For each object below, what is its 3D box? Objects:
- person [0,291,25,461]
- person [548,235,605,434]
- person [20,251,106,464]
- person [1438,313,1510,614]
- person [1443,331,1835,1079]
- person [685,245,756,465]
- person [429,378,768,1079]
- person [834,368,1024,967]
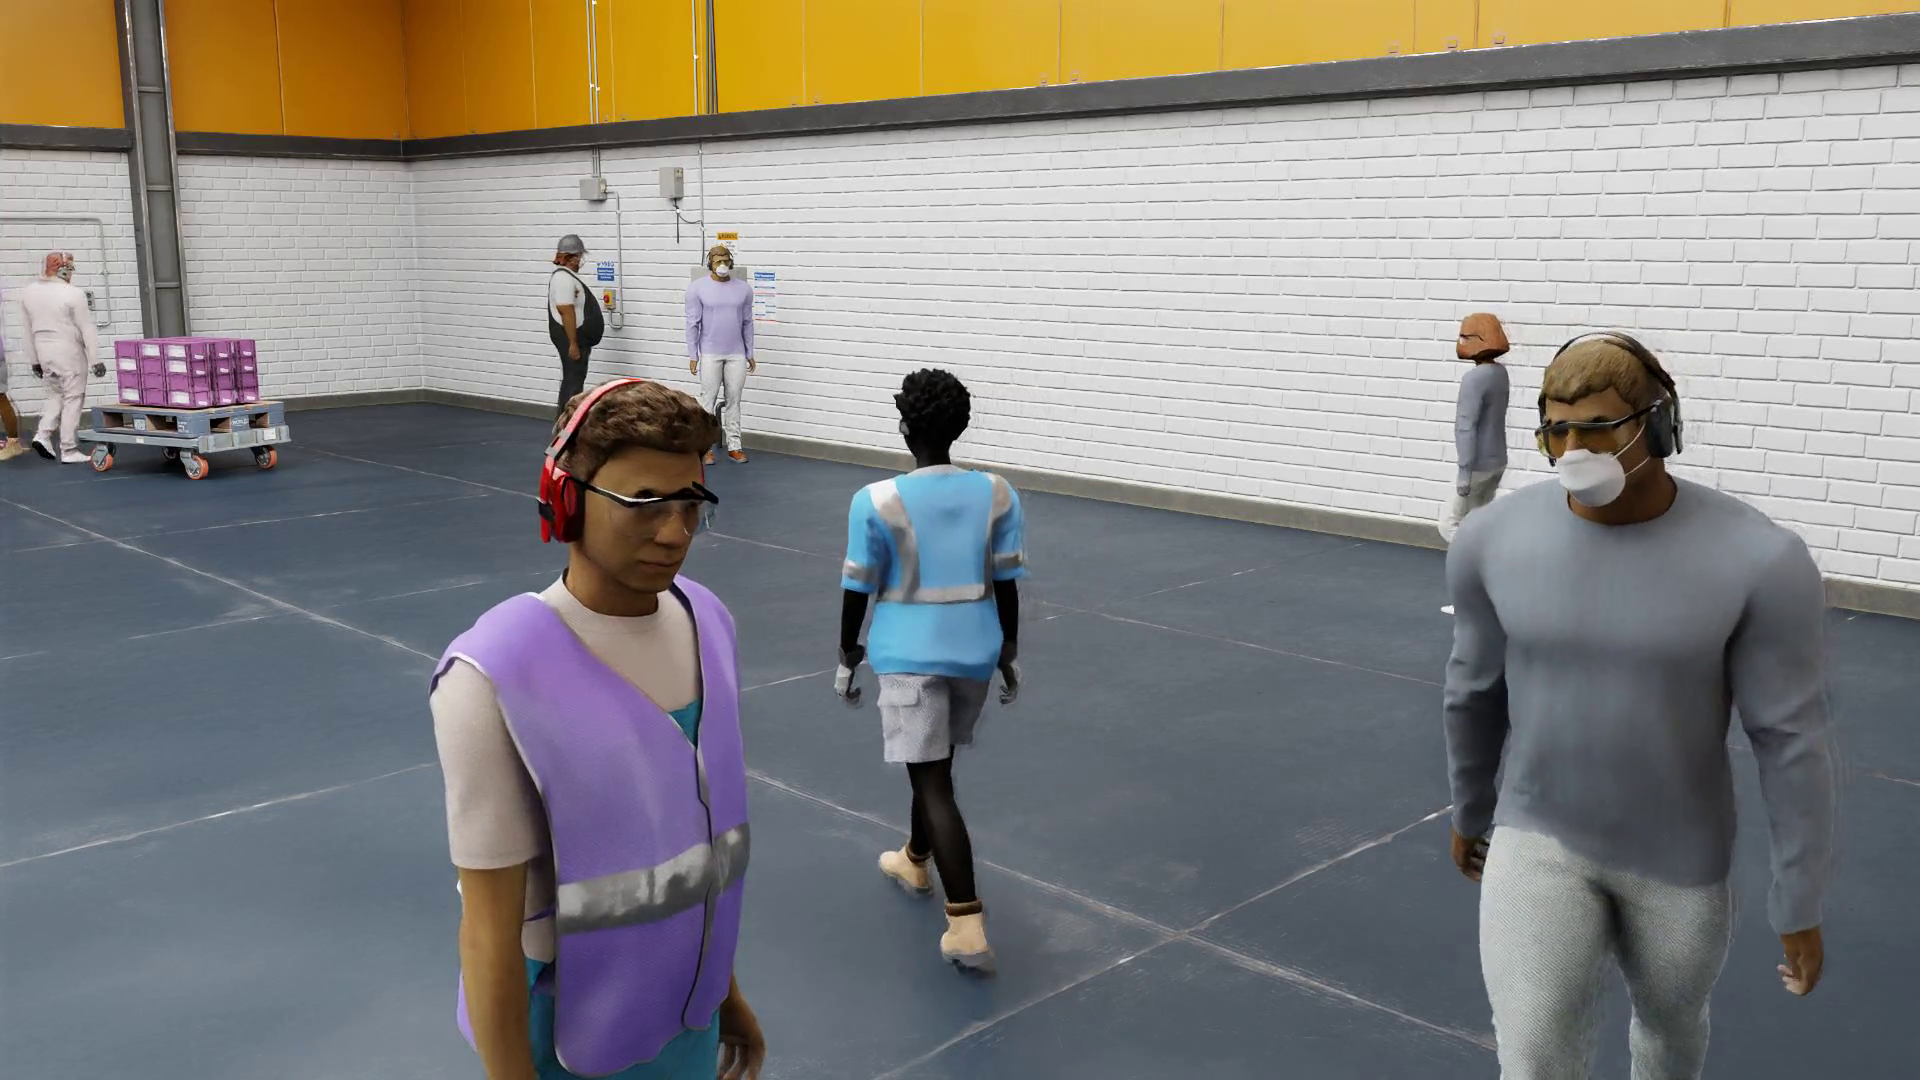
[{"bbox_3d":[-8.661,-1.618,14.550,0.673,1.969,1.023,4,11,21],"label":"person"},{"bbox_3d":[-3.823,-2.011,16.509,0.584,2.000,0.709,-2,11,-13],"label":"person"},{"bbox_3d":[-7.921,-1.604,14.727,0.654,1.884,0.426,3,11,18],"label":"person"},{"bbox_3d":[2.739,-0.366,8.686,0.409,1.626,0.500,9,14,40],"label":"person"},{"bbox_3d":[1.223,0.548,3.052,0.683,1.876,1.068,6,12,31],"label":"person"},{"bbox_3d":[-2.114,-1.637,14.749,0.636,1.938,0.354,-6,12,-28],"label":"person"},{"bbox_3d":[-0.479,0.695,2.304,0.391,1.838,0.563,4,11,23],"label":"person"},{"bbox_3d":[-0.075,0.338,4.763,0.543,1.654,0.862,-5,12,-27],"label":"person"}]
